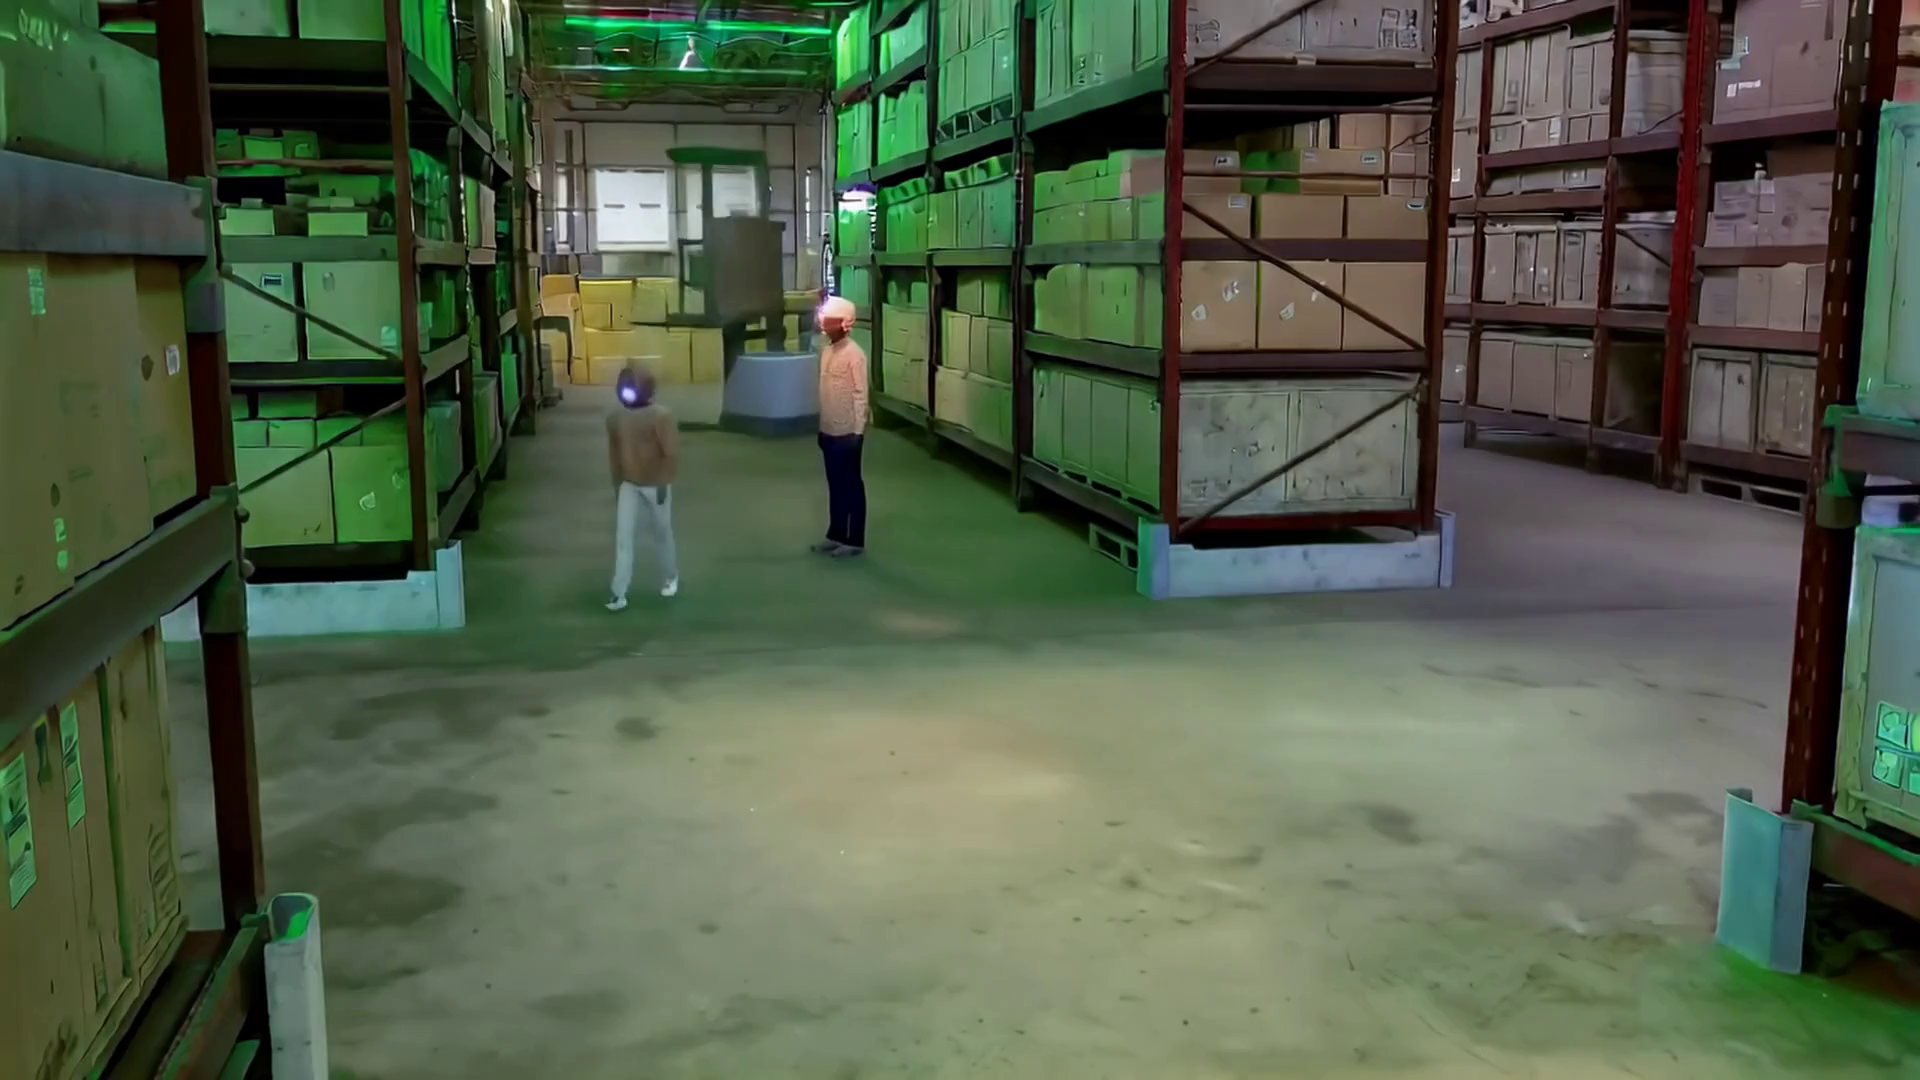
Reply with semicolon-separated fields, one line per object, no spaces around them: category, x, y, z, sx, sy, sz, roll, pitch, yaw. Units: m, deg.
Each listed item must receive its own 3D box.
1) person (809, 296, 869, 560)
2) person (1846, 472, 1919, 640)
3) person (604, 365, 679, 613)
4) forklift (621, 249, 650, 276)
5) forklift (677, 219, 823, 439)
person;-0.914;-0.854;12.711;0.374;1.997;0.613;-6;11;-32
person;5.547;-0.291;9.796;0.634;1.825;0.654;-1;9;-6
person;-2.082;-0.358;10.940;0.501;1.591;0.839;2;10;12
forklift;-10.974;-8.474;56.474;1.129;2.768;1.873;-1;9;-8
forklift;-2.684;-2.786;21.804;1.873;2.768;1.129;7;12;36
